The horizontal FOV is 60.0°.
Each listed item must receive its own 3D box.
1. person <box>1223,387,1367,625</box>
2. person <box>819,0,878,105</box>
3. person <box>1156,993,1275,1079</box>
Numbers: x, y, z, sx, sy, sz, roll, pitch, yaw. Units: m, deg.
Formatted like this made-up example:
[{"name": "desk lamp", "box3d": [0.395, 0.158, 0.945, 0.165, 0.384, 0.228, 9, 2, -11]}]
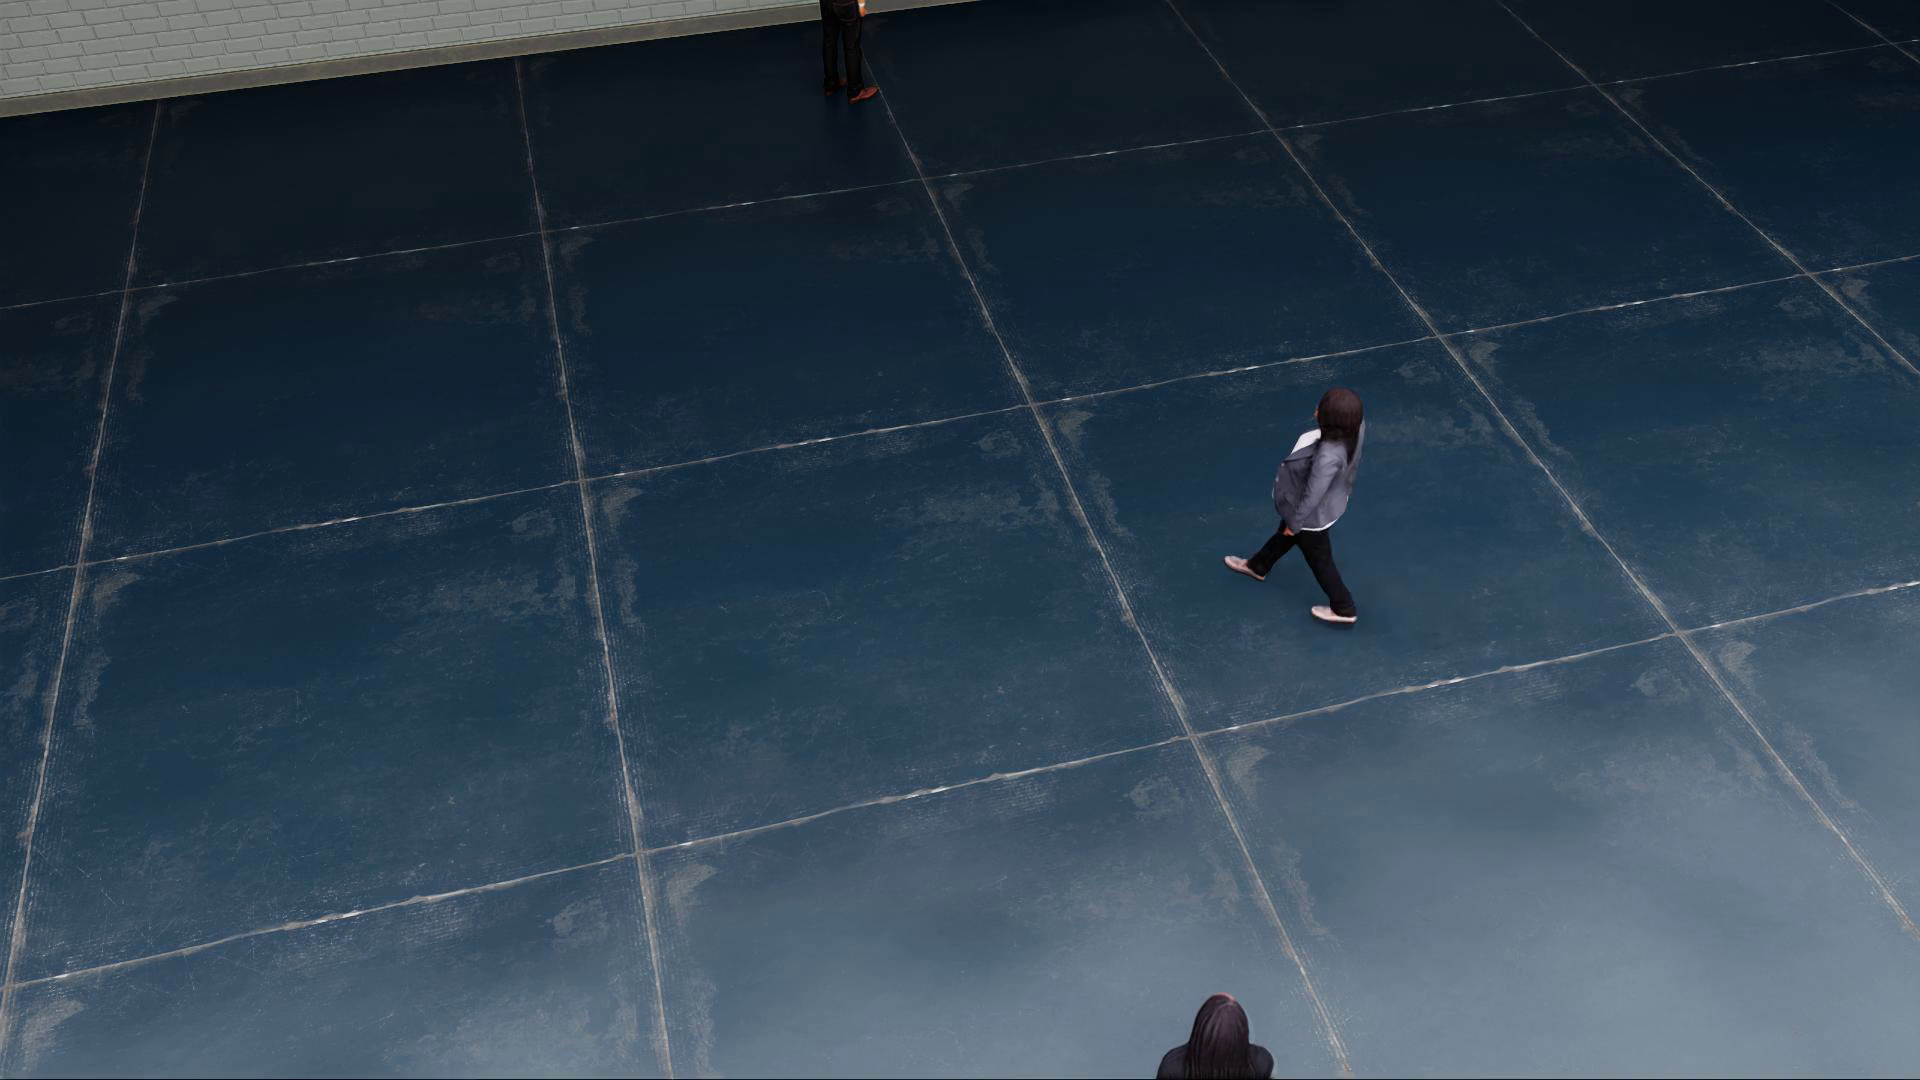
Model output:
[{"name": "person", "box3d": [2.034, -0.151, 9.213, 1.115, 1.549, 1.116, 17, 46, 17]}, {"name": "person", "box3d": [-0.987, -4.463, 13.681, 0.740, 1.755, 0.814, 25, 48, 24]}, {"name": "person", "box3d": [0.942, 2.300, 6.458, 0.636, 1.727, 0.625, -6, 43, -6]}]
